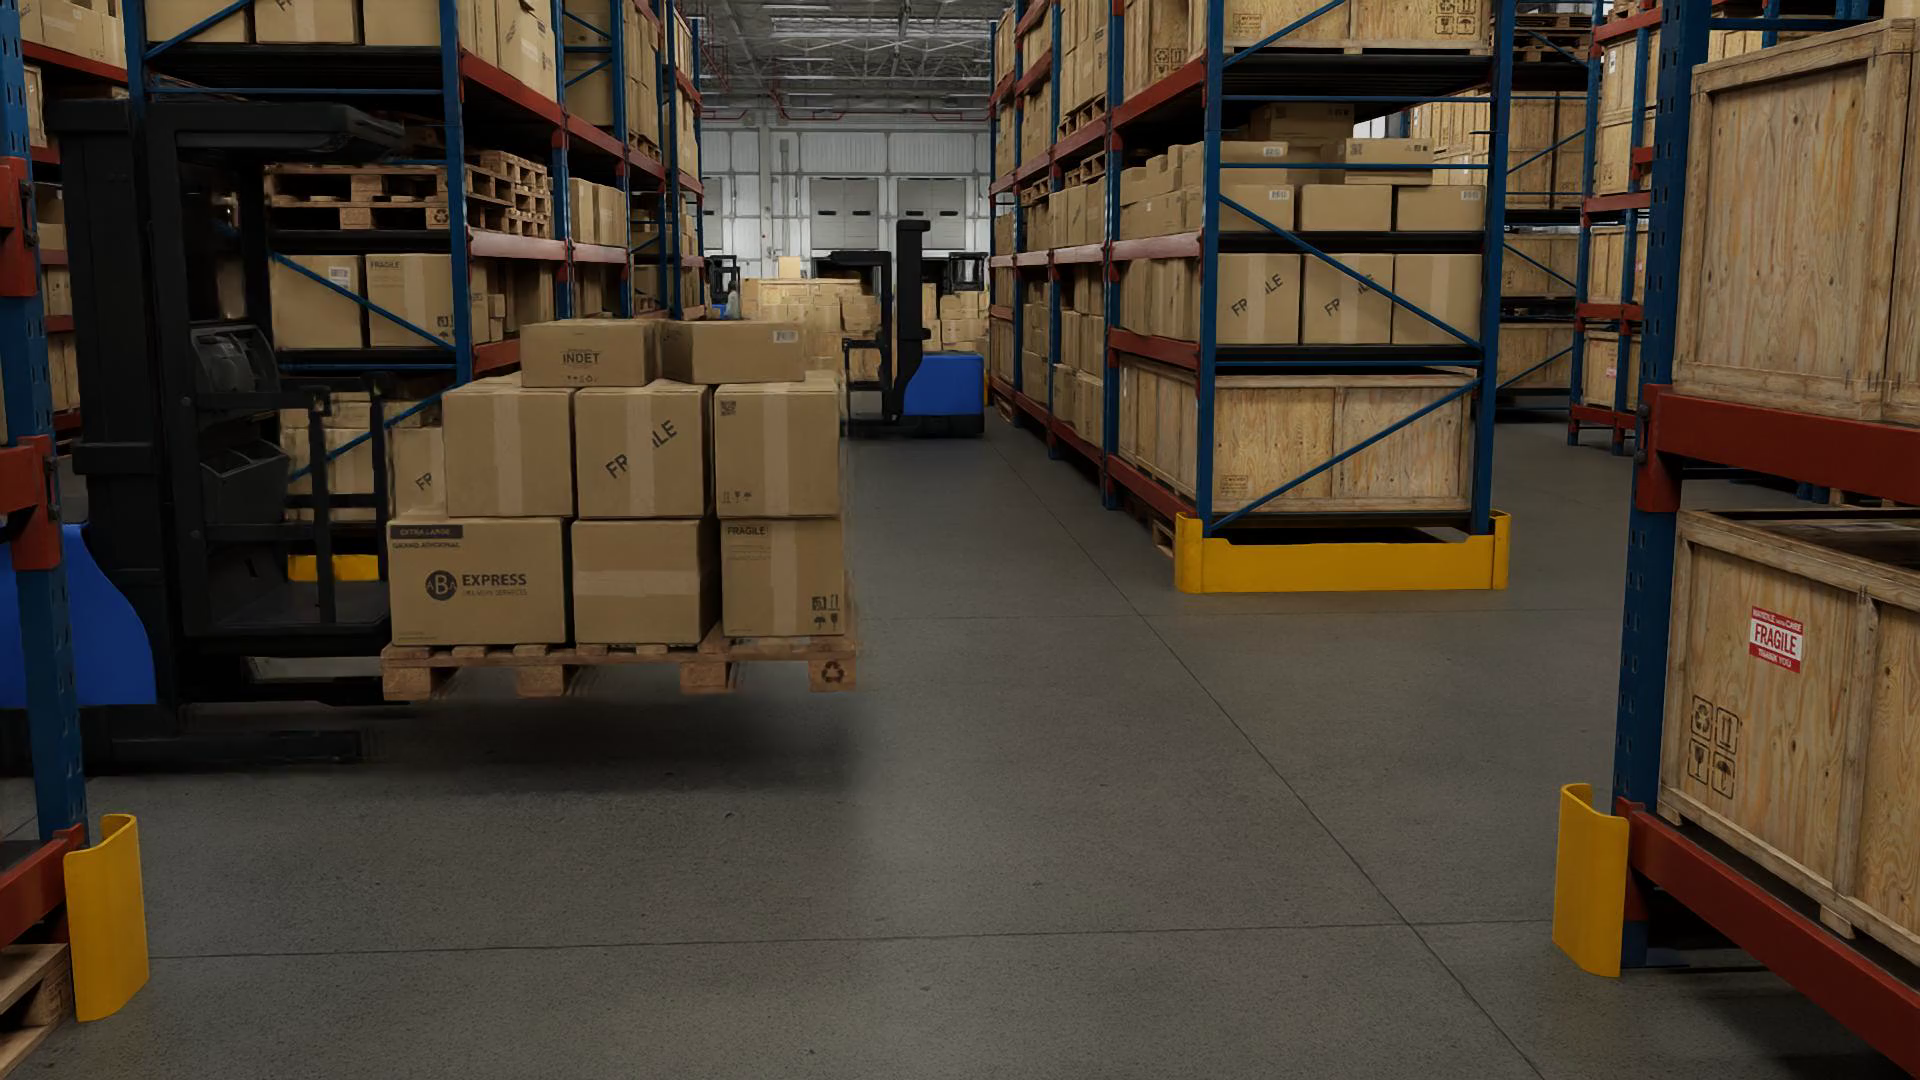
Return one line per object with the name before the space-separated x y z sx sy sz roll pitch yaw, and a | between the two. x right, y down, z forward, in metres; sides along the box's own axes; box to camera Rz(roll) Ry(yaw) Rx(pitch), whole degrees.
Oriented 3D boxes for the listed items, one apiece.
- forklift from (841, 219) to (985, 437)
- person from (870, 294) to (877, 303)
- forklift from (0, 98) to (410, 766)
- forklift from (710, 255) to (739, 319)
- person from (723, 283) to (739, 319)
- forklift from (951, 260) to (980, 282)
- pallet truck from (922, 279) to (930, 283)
forklift | -0.640 -2.784 21.811 1.873 2.768 1.129 -1 9 -4
person | -2.271 -5.661 43.818 0.439 1.625 0.520 3 10 18
forklift | -3.559 -0.477 7.324 1.873 2.768 1.129 -1 9 -5
forklift | -8.368 -8.713 59.038 1.129 2.768 1.873 -1 9 -4
person | -7.053 -6.936 50.992 1.014 1.884 0.635 0 9 1
forklift | 0.137 -7.455 51.143 1.129 2.768 1.873 -2 9 -10
pallet truck | -0.932 -8.922 63.114 1.885 1.965 0.823 2 9 13
